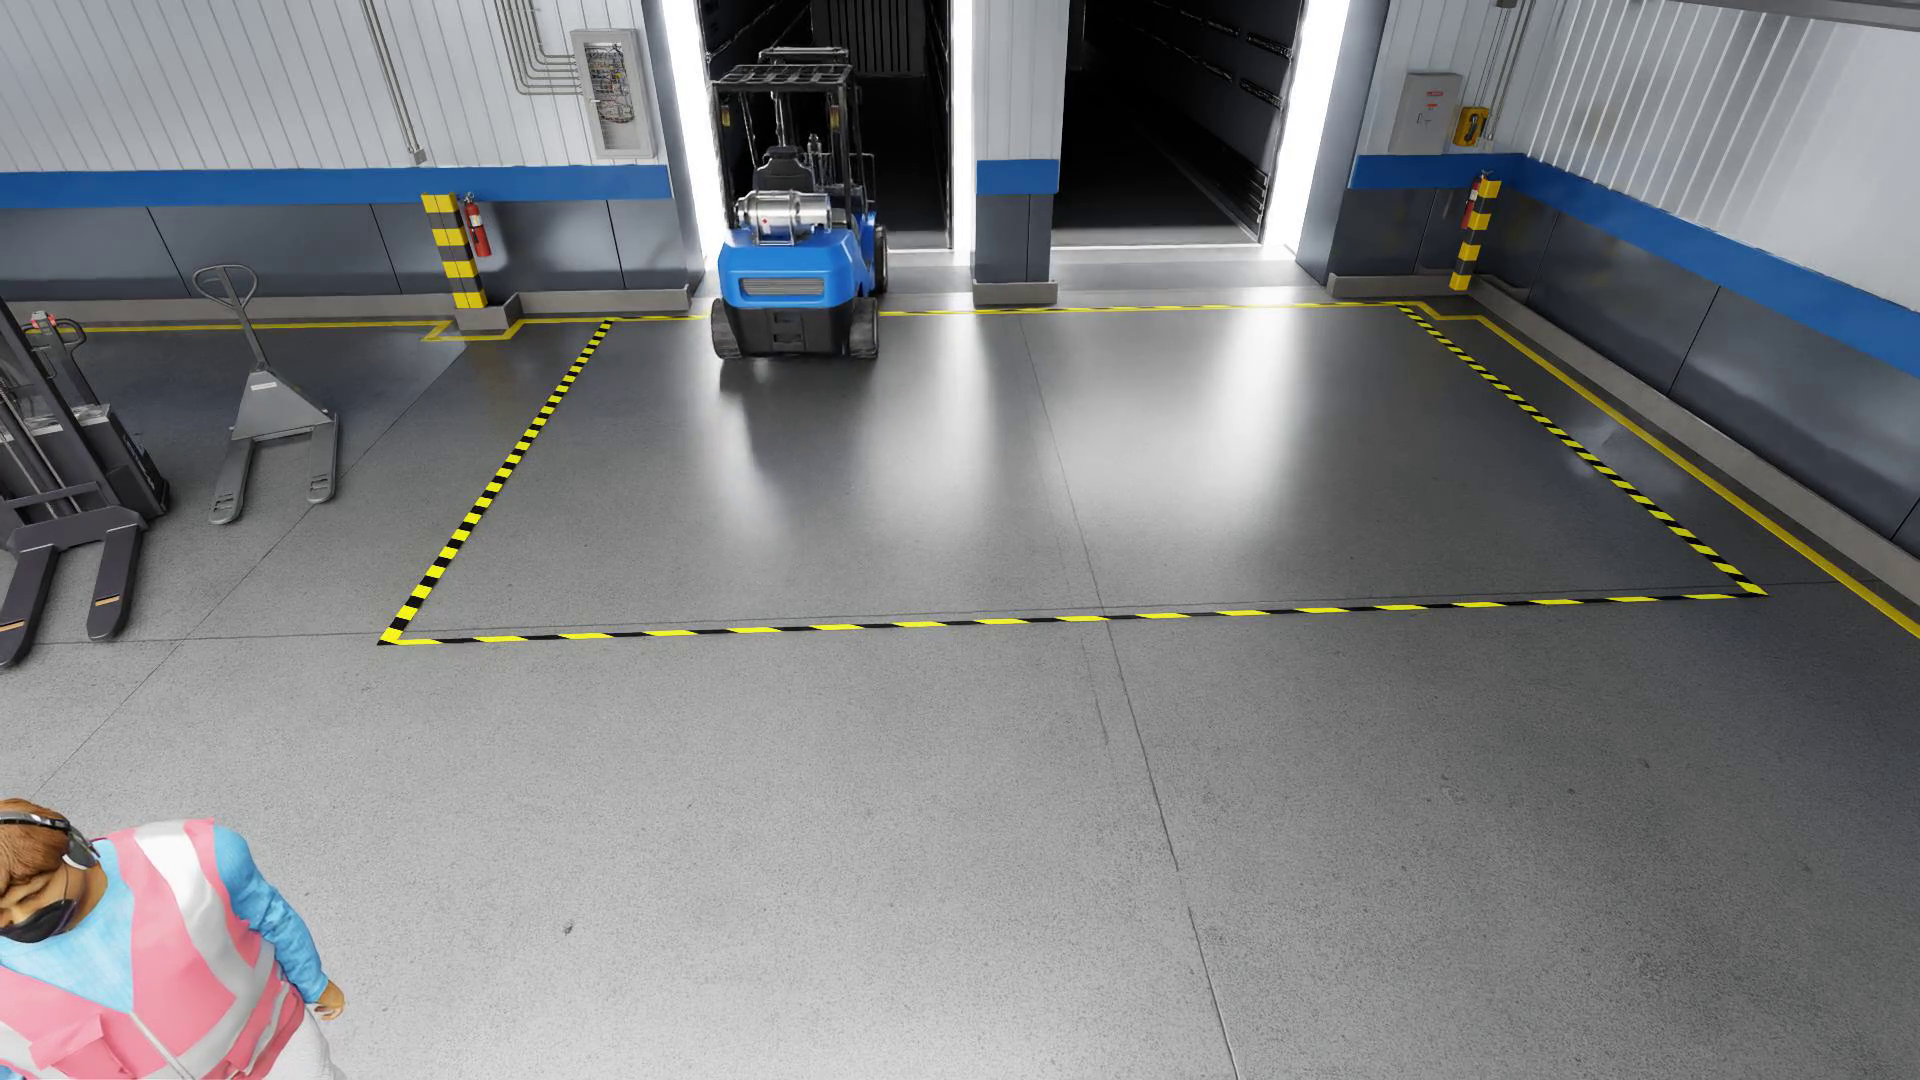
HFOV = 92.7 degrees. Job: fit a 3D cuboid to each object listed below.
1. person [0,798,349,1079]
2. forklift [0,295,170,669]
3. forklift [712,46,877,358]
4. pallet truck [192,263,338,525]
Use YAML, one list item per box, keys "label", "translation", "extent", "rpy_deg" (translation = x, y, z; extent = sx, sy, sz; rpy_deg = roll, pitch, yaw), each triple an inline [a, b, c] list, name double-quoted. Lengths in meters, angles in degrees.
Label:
- label: "person"
  translation: [-1.888, 1.290, 2.273]
  extent: [0.429, 1.838, 0.632]
  rpy_deg: [26, 43, 33]
- label: "forklift"
  translation: [-5.212, -0.618, 4.878]
  extent: [0.823, 1.965, 1.885]
  rpy_deg: [-20, 39, -26]
- label: "forklift"
  translation: [-1.398, -3.041, 8.031]
  extent: [1.157, 2.036, 2.680]
  rpy_deg: [0, 35, 0]
- label: "pallet truck"
  translation: [-4.778, -1.027, 6.128]
  extent: [0.680, 1.201, 1.601]
  rpy_deg: [-17, 38, -23]
